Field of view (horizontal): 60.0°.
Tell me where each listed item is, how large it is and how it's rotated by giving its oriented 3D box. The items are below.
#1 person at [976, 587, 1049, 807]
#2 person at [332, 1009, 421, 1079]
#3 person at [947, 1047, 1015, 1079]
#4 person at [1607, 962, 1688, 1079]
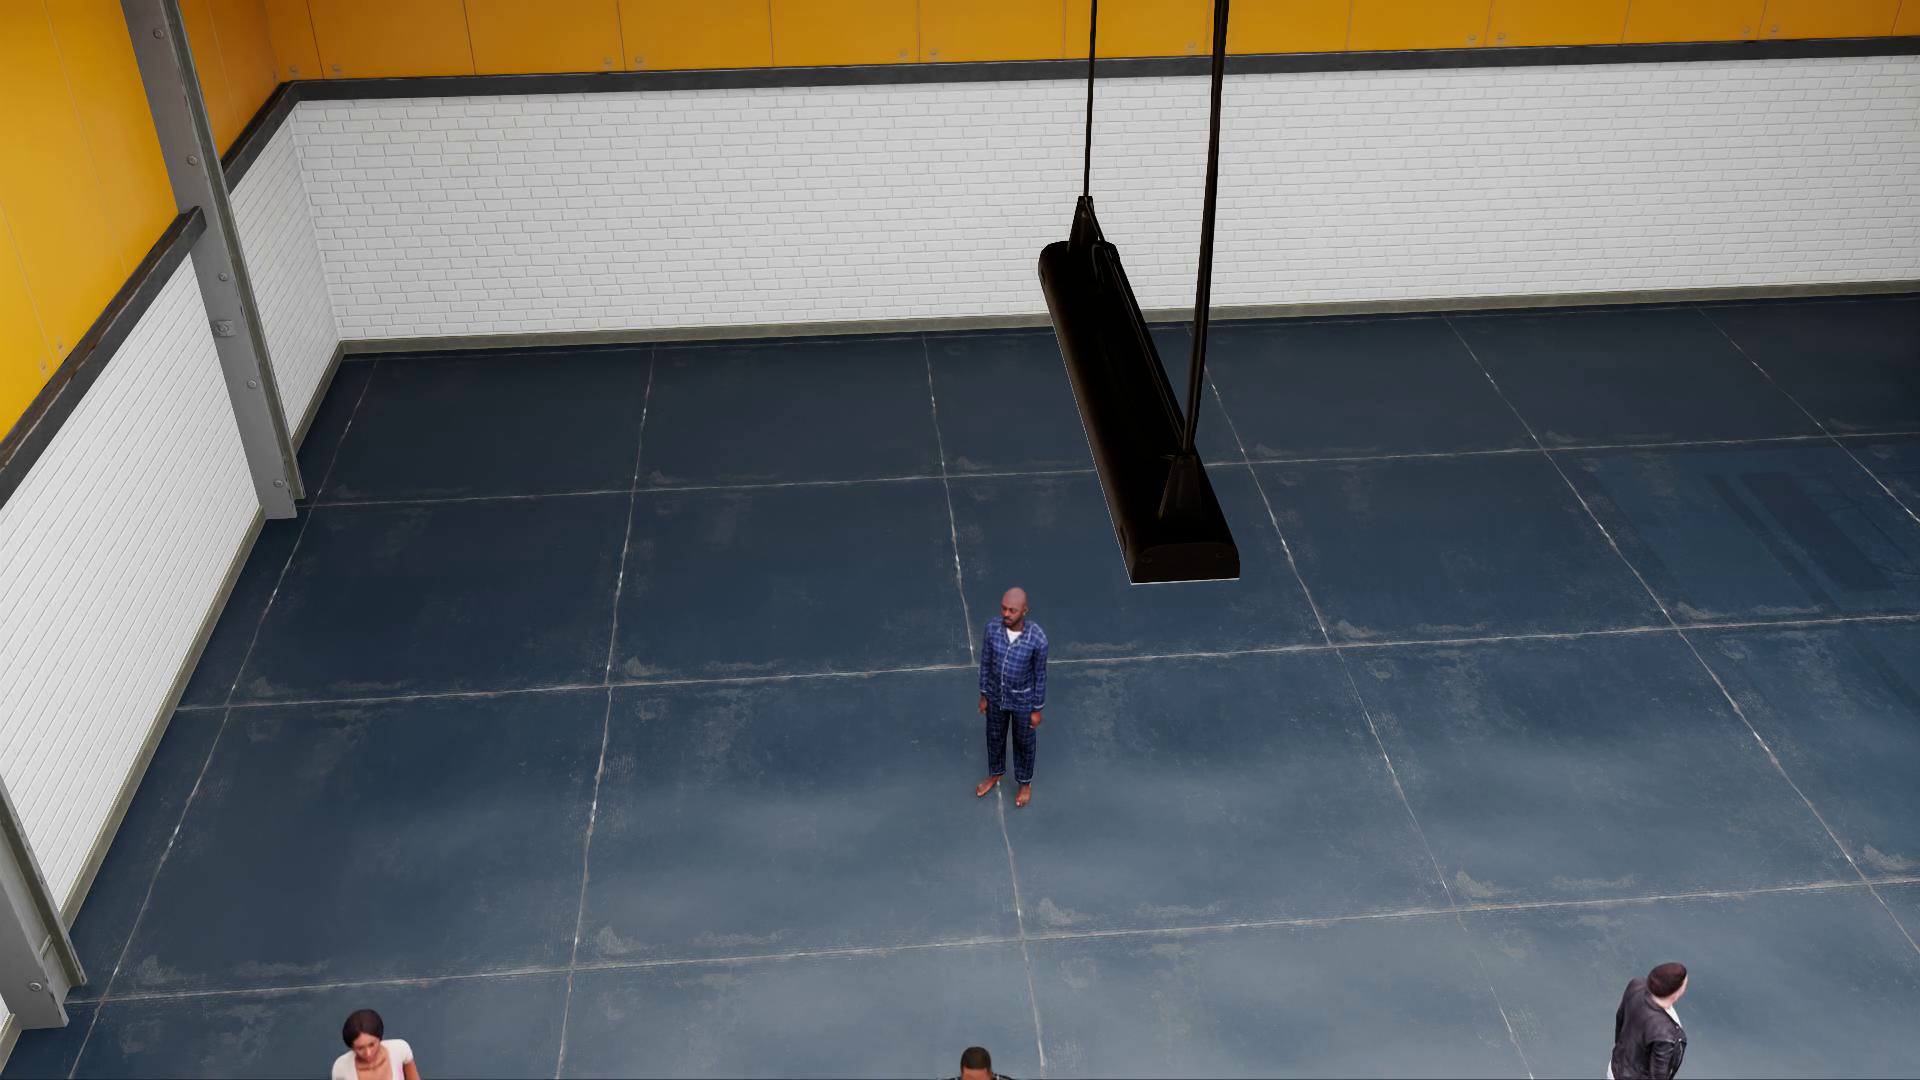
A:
[{"bbox_3d":[0.371,1.097,11.955,0.753,1.820,0.755,12,35,17],"label":"person"},{"bbox_3d":[-3.107,3.112,9.018,0.735,1.715,0.967,-11,35,-16],"label":"person"},{"bbox_3d":[0.090,3.226,8.764,0.722,1.805,0.817,1,34,2],"label":"person"},{"bbox_3d":[3.703,2.963,9.133,0.712,1.835,0.480,-2,34,-3],"label":"person"}]
